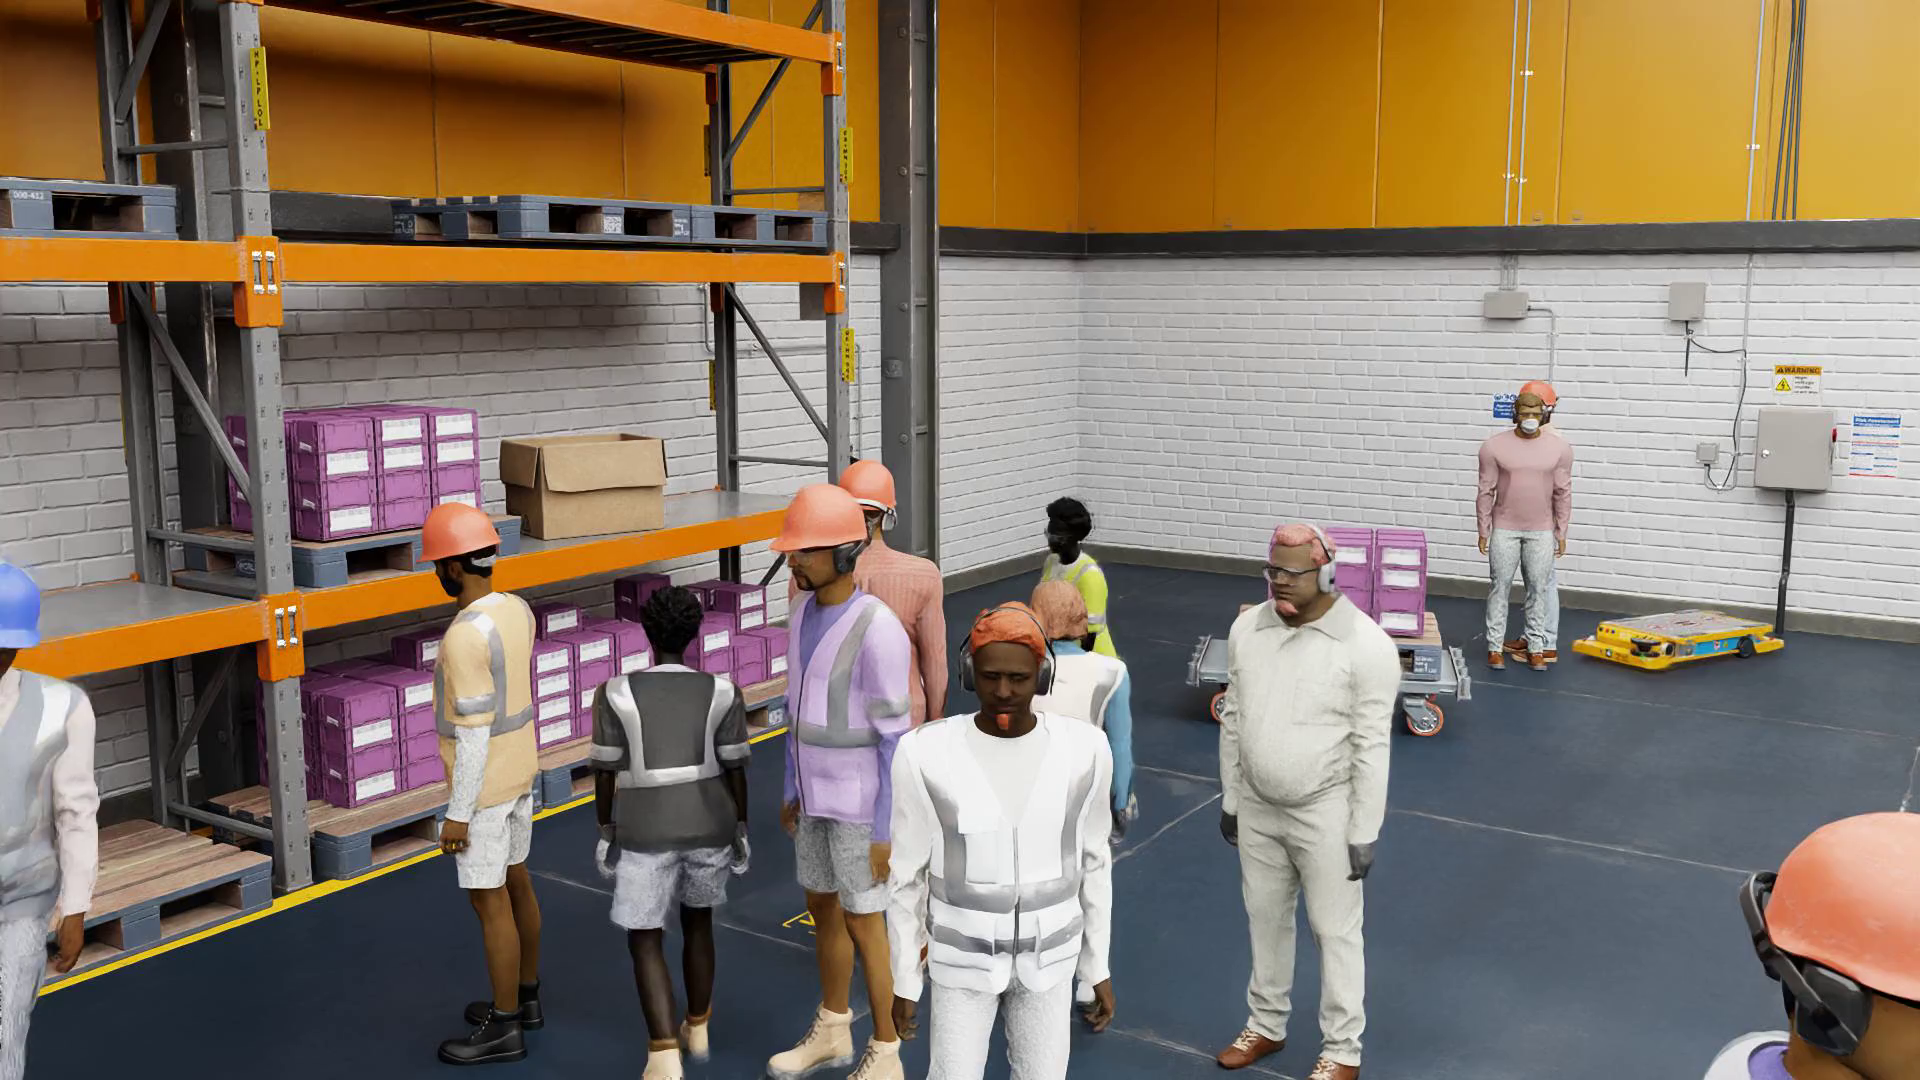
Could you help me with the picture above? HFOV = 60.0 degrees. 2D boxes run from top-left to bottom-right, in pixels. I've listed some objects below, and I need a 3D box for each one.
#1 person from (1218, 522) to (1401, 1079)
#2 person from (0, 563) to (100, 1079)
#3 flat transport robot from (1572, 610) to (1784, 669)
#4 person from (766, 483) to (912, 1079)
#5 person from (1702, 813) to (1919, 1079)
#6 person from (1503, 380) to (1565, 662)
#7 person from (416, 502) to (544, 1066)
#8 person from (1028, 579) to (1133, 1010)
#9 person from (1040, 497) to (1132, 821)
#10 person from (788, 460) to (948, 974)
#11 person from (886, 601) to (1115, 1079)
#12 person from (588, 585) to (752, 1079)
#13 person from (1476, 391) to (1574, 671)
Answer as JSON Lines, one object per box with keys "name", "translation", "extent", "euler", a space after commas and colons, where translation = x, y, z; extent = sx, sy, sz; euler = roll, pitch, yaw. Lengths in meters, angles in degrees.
{"name": "person", "translation": [1.102, 0.882, 5.469], "extent": [0.635, 1.900, 0.397], "euler": [9, 12, 44]}
{"name": "person", "translation": [-2.683, 1.015, 4.544], "extent": [0.644, 1.911, 0.577], "euler": [-6, 10, -32]}
{"name": "flat transport robot", "translation": [5.152, 0.697, 11.916], "extent": [1.431, 0.197, 0.652], "euler": [-5, 10, -27]}
{"name": "person", "translation": [-0.411, 0.826, 5.355], "extent": [0.400, 2.038, 0.618], "euler": [-6, 11, -34]}
{"name": "person", "translation": [1.067, 1.328, 2.096], "extent": [0.395, 2.039, 0.607], "euler": [3, 9, 18]}
{"name": "person", "translation": [4.067, -0.133, 11.766], "extent": [0.406, 1.985, 0.619], "euler": [1, 9, 4]}
{"name": "person", "translation": [-1.646, 0.829, 5.695], "extent": [0.374, 1.929, 0.542], "euler": [1, 9, 4]}
{"name": "person", "translation": [0.345, 0.943, 5.933], "extent": [0.519, 1.622, 0.415], "euler": [0, 9, 0]}
{"name": "person", "translation": [0.523, 0.604, 8.005], "extent": [0.807, 1.650, 0.544], "euler": [-5, 10, -29]}
{"name": "person", "translation": [-0.348, 0.688, 6.387], "extent": [0.609, 1.996, 0.383], "euler": [0, 9, -3]}
{"name": "person", "translation": [0.106, 1.080, 4.201], "extent": [0.584, 1.882, 0.337], "euler": [-2, 9, -10]}
{"name": "person", "translation": [-0.930, 0.997, 5.513], "extent": [0.540, 1.649, 0.636], "euler": [-3, 9, -21]}
{"name": "person", "translation": [3.878, -0.061, 11.467], "extent": [0.626, 1.933, 0.372], "euler": [2, 9, 12]}
